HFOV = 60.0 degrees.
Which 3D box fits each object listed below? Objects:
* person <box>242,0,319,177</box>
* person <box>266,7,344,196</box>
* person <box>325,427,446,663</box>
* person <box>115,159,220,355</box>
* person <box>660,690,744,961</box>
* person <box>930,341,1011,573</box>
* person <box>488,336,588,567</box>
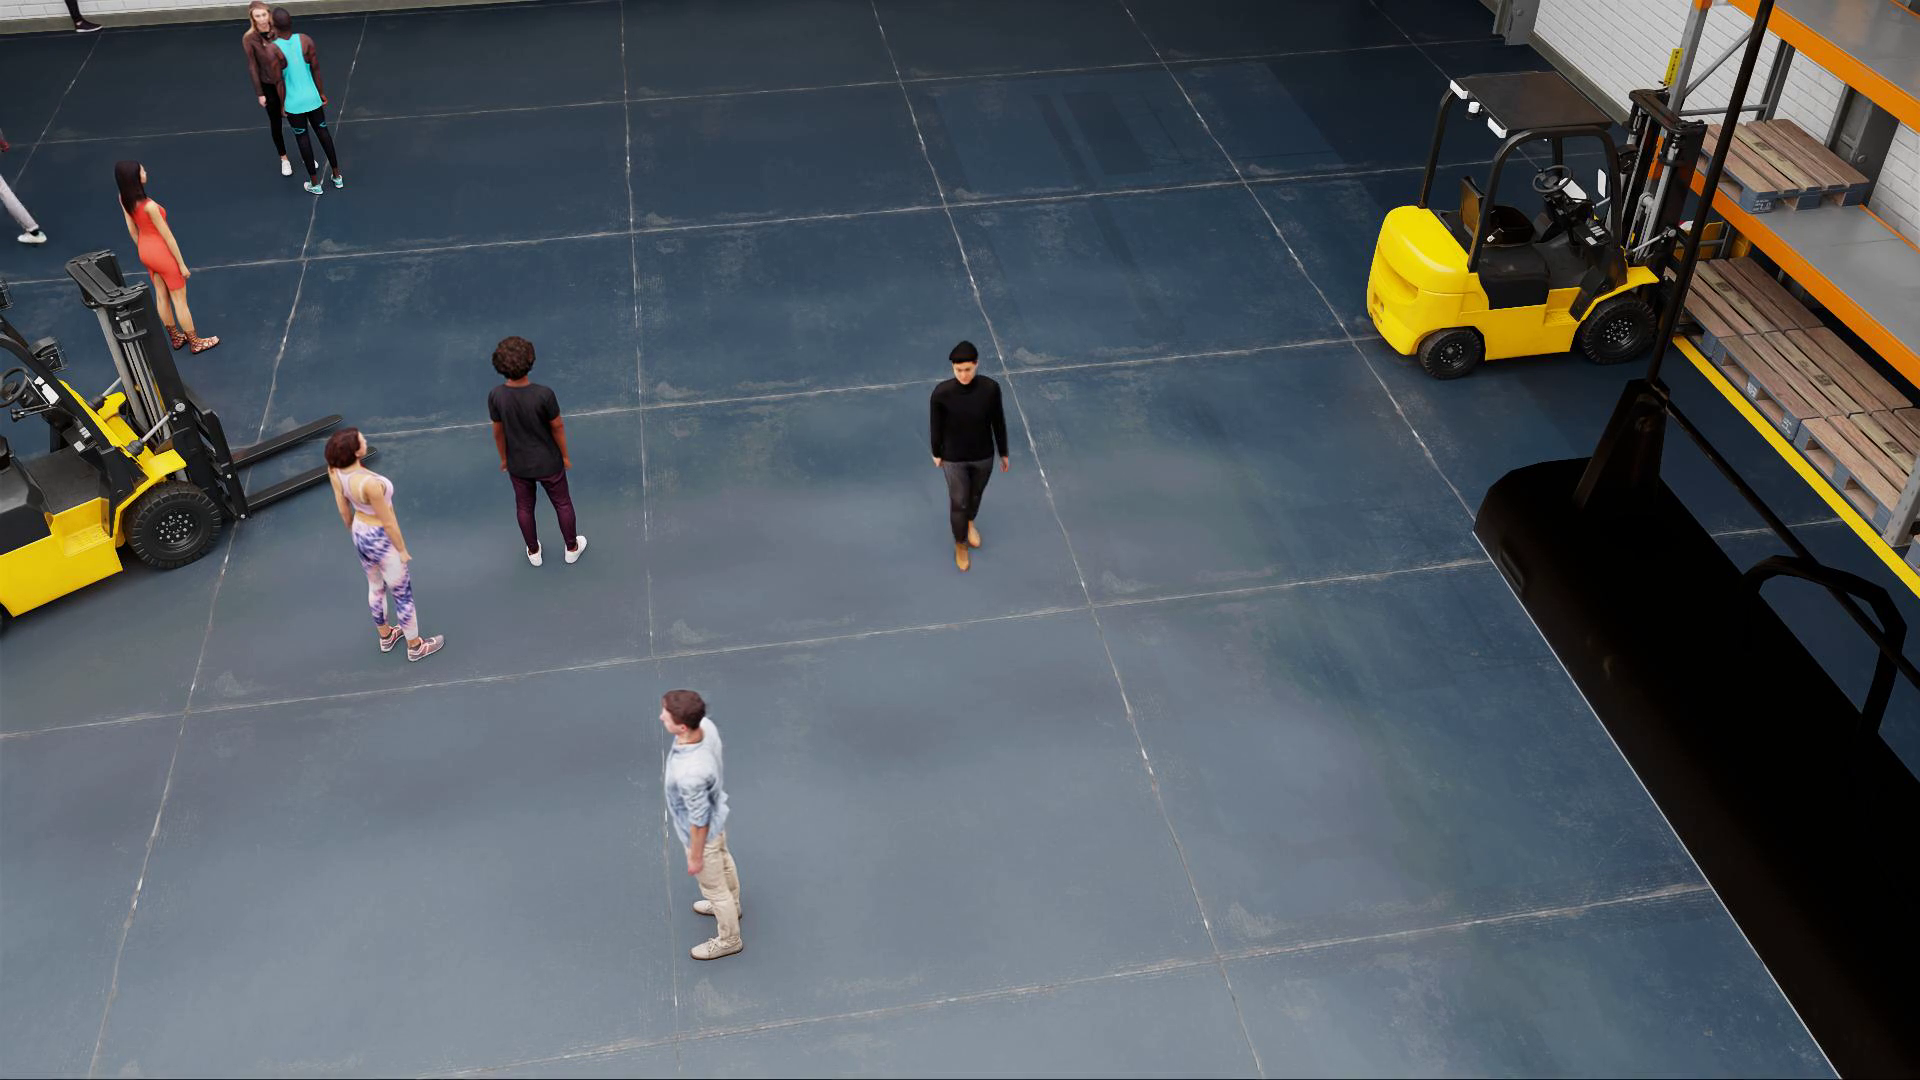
[{"bbox_3d":[-6.638,-4.416,16.193,0.670,1.704,0.640,-22,44,-25],"label":"person"},{"bbox_3d":[-6.243,-4.171,15.800,0.676,1.811,0.675,-28,46,-30],"label":"person"},{"bbox_3d":[-3.705,0.019,10.589,0.673,1.767,0.711,19,42,22],"label":"person"},{"bbox_3d":[-6.511,-2.299,13.529,0.669,1.719,0.702,17,42,20],"label":"person"},{"bbox_3d":[-1.342,1.481,8.694,0.737,1.846,0.514,-2,39,-2],"label":"person"},{"bbox_3d":[0.041,-0.674,11.506,0.692,1.705,0.790,-10,40,-12],"label":"person"},{"bbox_3d":[-2.914,-0.589,11.339,0.635,1.781,0.552,-4,39,-5],"label":"person"}]
